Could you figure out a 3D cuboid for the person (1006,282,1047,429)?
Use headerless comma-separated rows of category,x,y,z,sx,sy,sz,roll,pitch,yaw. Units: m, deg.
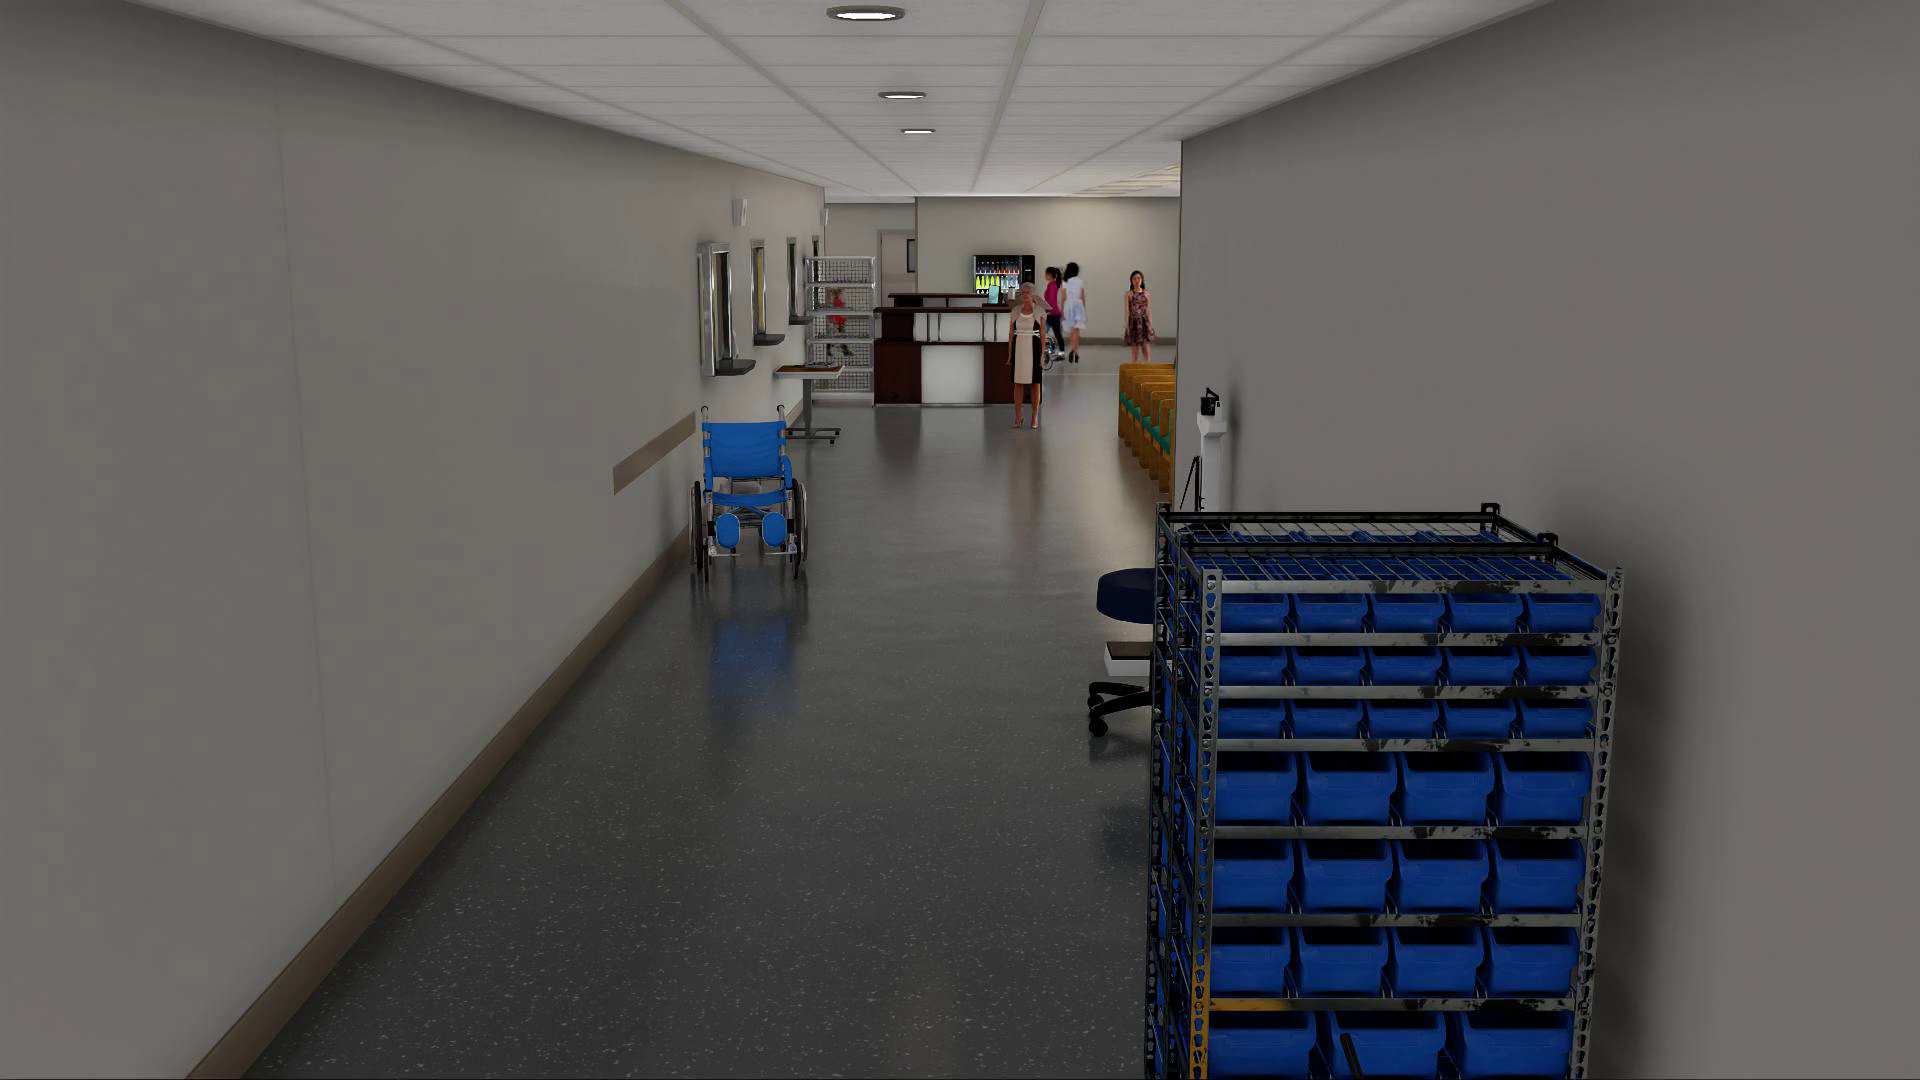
person,0.813,-2.234,20.114,0.568,1.756,0.738,3,11,16

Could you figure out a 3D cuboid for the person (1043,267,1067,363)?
person,1.747,-3.993,29.603,0.839,1.675,0.623,-1,11,-6

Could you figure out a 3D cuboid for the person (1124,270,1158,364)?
person,2.623,-3.106,24.680,0.694,1.766,0.736,-2,11,-10

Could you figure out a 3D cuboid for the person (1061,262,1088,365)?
person,1.964,-3.848,28.616,1.132,1.757,0.790,2,11,10

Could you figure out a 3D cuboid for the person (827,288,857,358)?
person,-2.235,-4.008,30.784,0.923,1.264,0.663,4,11,18
